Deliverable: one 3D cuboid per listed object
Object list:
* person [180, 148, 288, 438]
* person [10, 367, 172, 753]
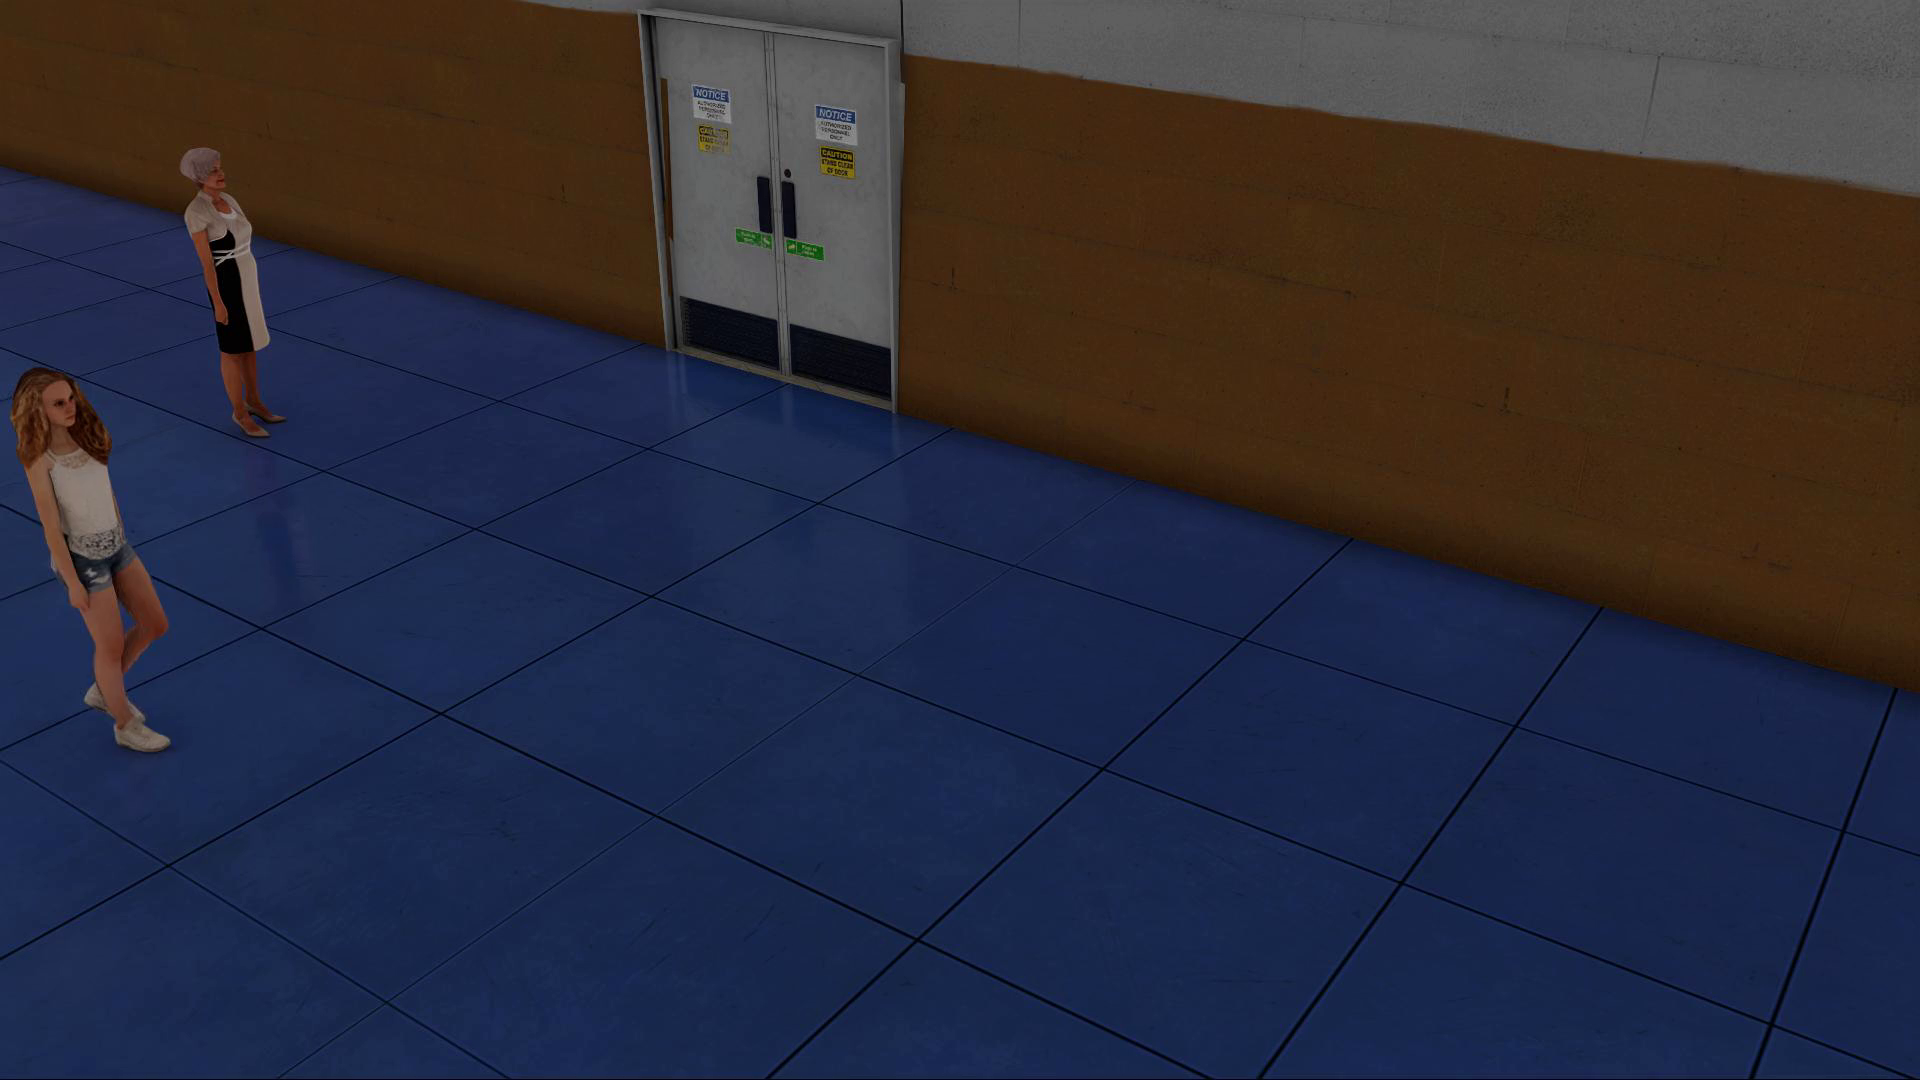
[{"bbox_3d":[-4.382,-1.483,9.993,0.776,1.755,0.654,2,27,3],"label":"person"},{"bbox_3d":[-3.655,0.103,6.872,0.777,1.749,0.712,5,27,10],"label":"person"}]
